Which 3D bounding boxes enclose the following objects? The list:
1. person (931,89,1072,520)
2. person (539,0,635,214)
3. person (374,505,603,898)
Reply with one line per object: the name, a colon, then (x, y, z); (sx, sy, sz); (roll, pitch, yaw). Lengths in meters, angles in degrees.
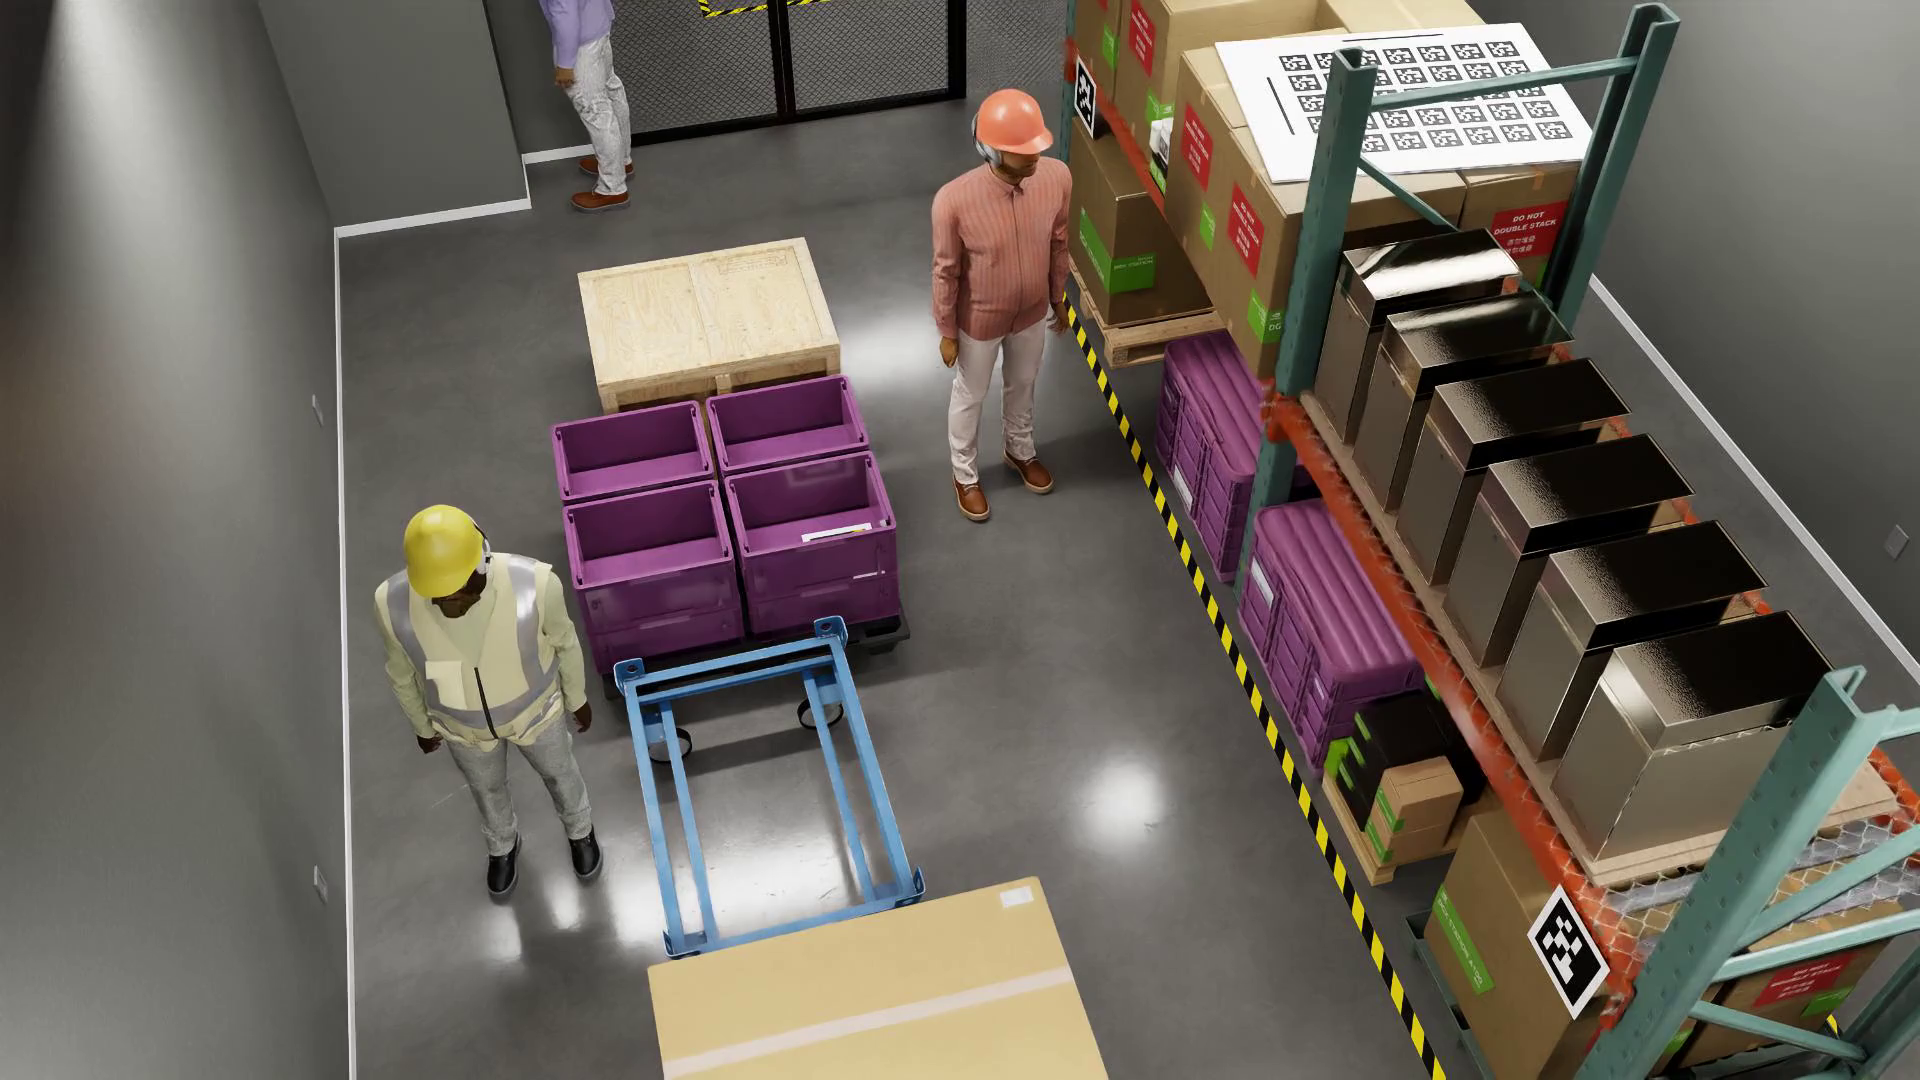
person: (0.174, -0.928, 6.699); (0.612, 1.997, 0.375); (-22, 51, -19)
person: (-1.887, -2.502, 8.186); (0.377, 1.938, 0.629); (2, 47, 2)
person: (-1.515, 0.547, 5.455); (0.601, 1.831, 0.404); (-9, 48, -8)
